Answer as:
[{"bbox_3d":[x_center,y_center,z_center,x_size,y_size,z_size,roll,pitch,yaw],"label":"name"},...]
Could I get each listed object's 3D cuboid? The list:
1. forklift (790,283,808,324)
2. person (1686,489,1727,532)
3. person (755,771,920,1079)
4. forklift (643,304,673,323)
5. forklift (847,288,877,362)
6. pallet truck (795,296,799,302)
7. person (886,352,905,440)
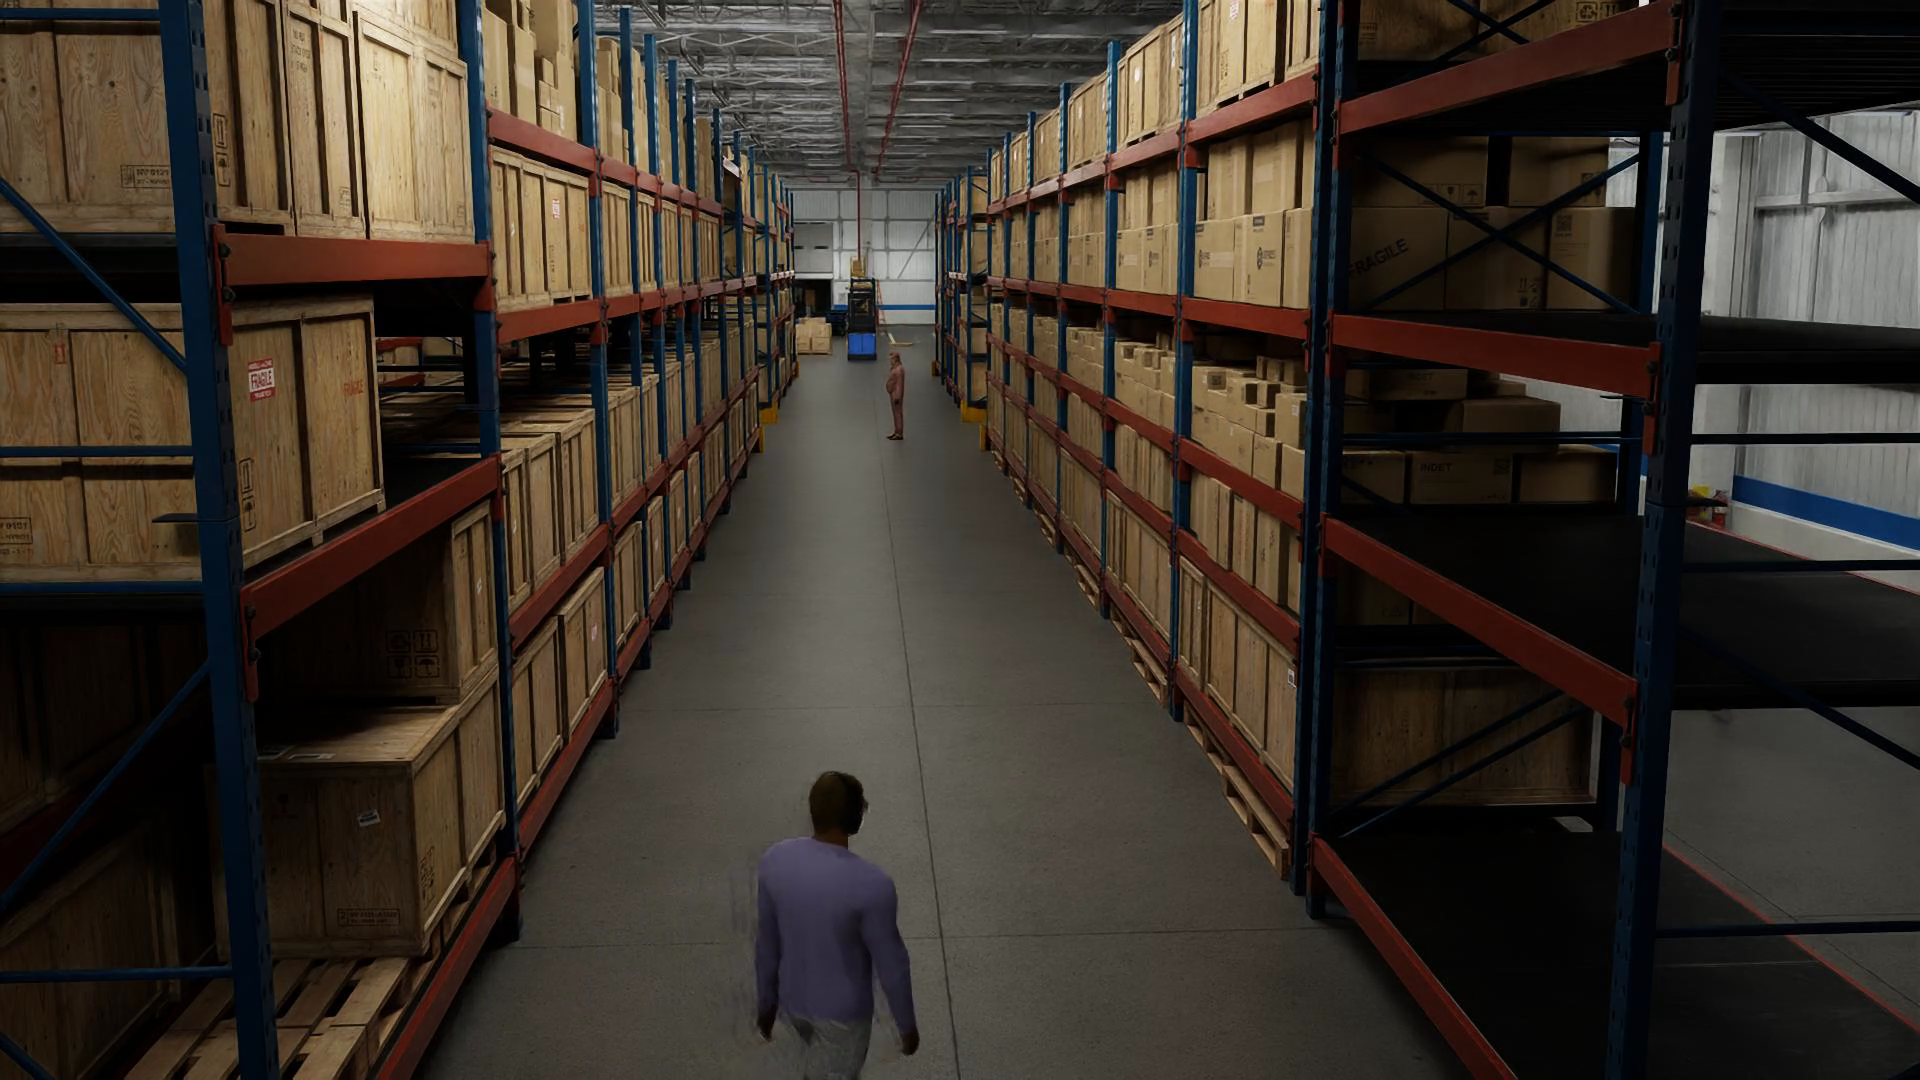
[{"bbox_3d":[-7.801,-10.935,79.789,1.129,2.768,1.873,-5,11,-30],"label":"forklift"},{"bbox_3d":[6.308,0.501,14.425,0.660,1.889,0.626,1,10,5],"label":"person"},{"bbox_3d":[-0.429,1.816,6.571,0.648,1.884,1.013,8,12,38],"label":"person"},{"bbox_3d":[-9.237,-6.134,51.108,1.129,2.768,1.873,-5,11,-28],"label":"forklift"},{"bbox_3d":[-3.784,-8.312,64.119,1.129,2.768,1.873,-1,10,-4],"label":"forklift"},{"bbox_3d":[-8.622,-12.439,91.403,1.885,1.965,0.823,2,10,13],"label":"pallet truck"},{"bbox_3d":[-1.396,-3.118,35.990,0.411,1.910,0.643,-2,10,-9],"label":"person"}]
